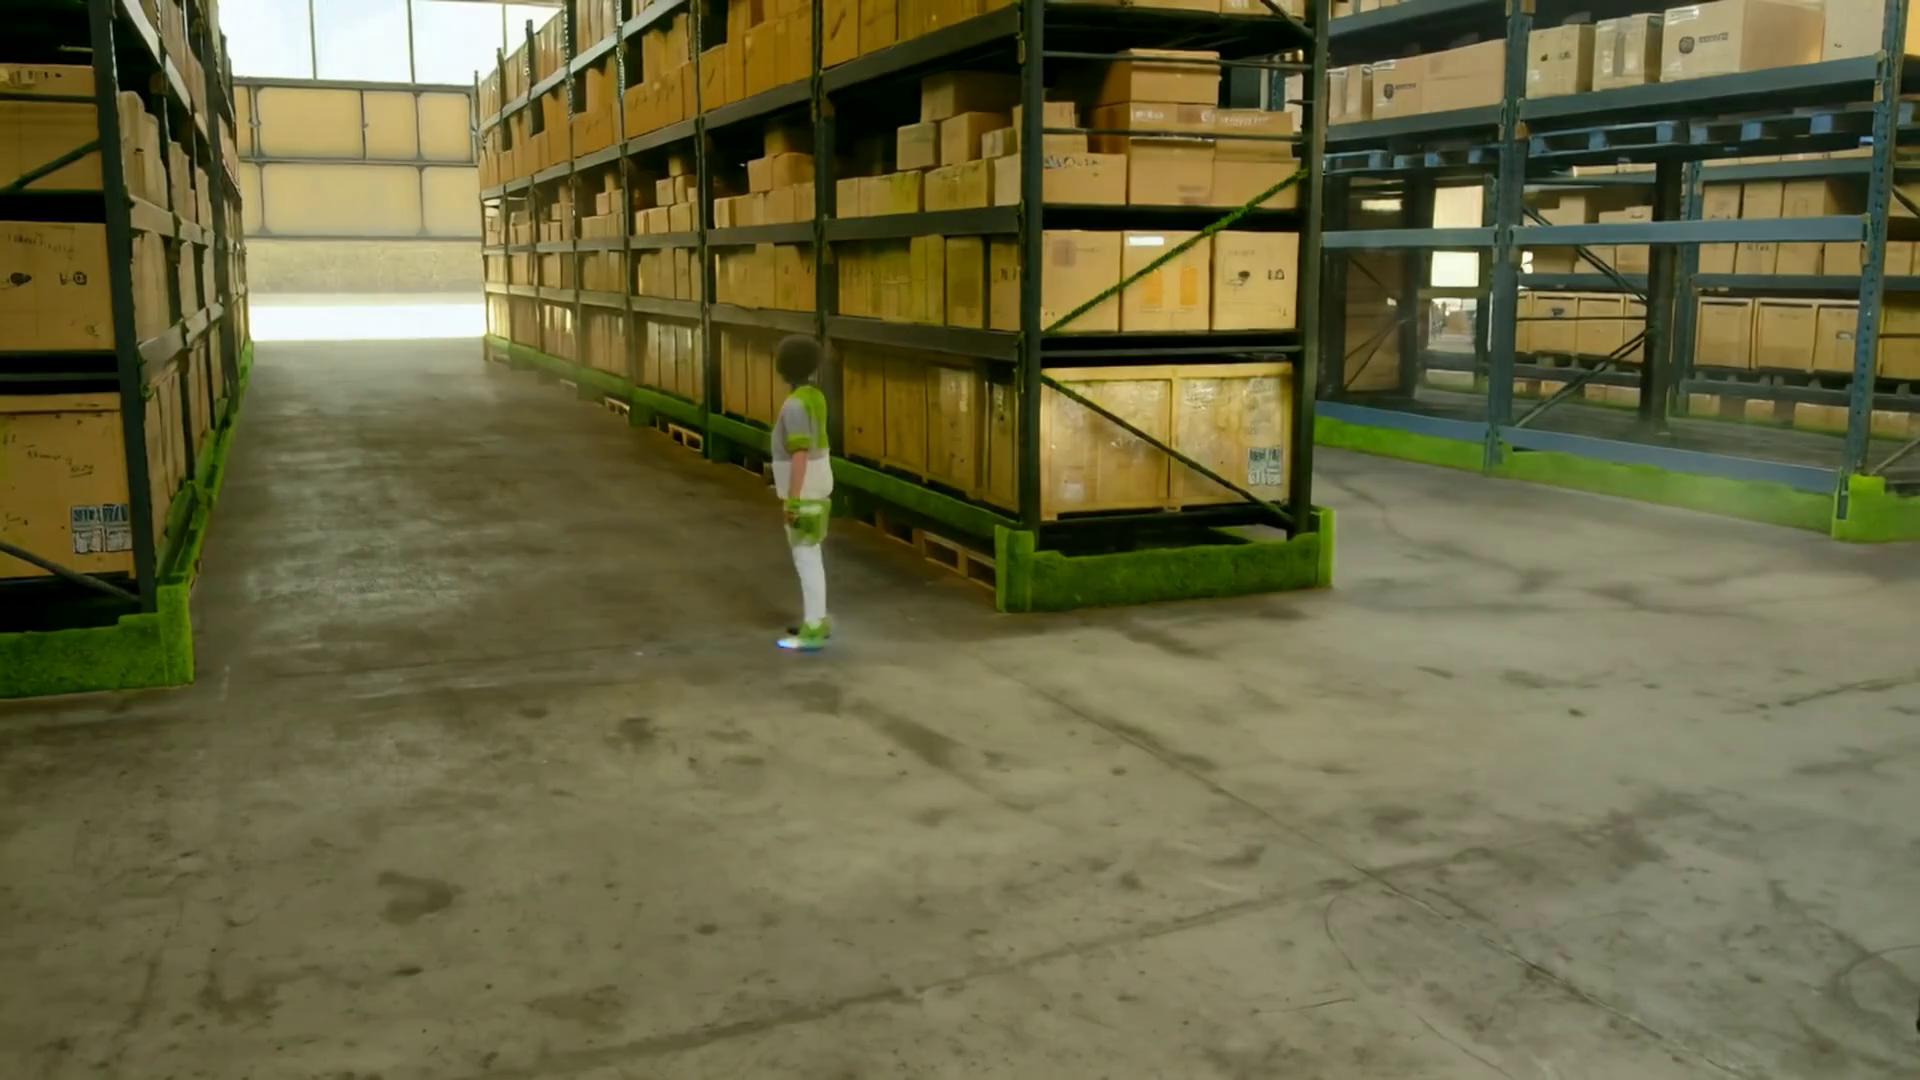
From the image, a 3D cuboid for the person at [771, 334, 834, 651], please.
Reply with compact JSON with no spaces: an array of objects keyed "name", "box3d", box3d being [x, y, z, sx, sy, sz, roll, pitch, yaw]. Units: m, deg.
[{"name":"person","box3d":[-0.870,-0.241,8.899,0.367,1.694,0.581,1,10,7]}]
